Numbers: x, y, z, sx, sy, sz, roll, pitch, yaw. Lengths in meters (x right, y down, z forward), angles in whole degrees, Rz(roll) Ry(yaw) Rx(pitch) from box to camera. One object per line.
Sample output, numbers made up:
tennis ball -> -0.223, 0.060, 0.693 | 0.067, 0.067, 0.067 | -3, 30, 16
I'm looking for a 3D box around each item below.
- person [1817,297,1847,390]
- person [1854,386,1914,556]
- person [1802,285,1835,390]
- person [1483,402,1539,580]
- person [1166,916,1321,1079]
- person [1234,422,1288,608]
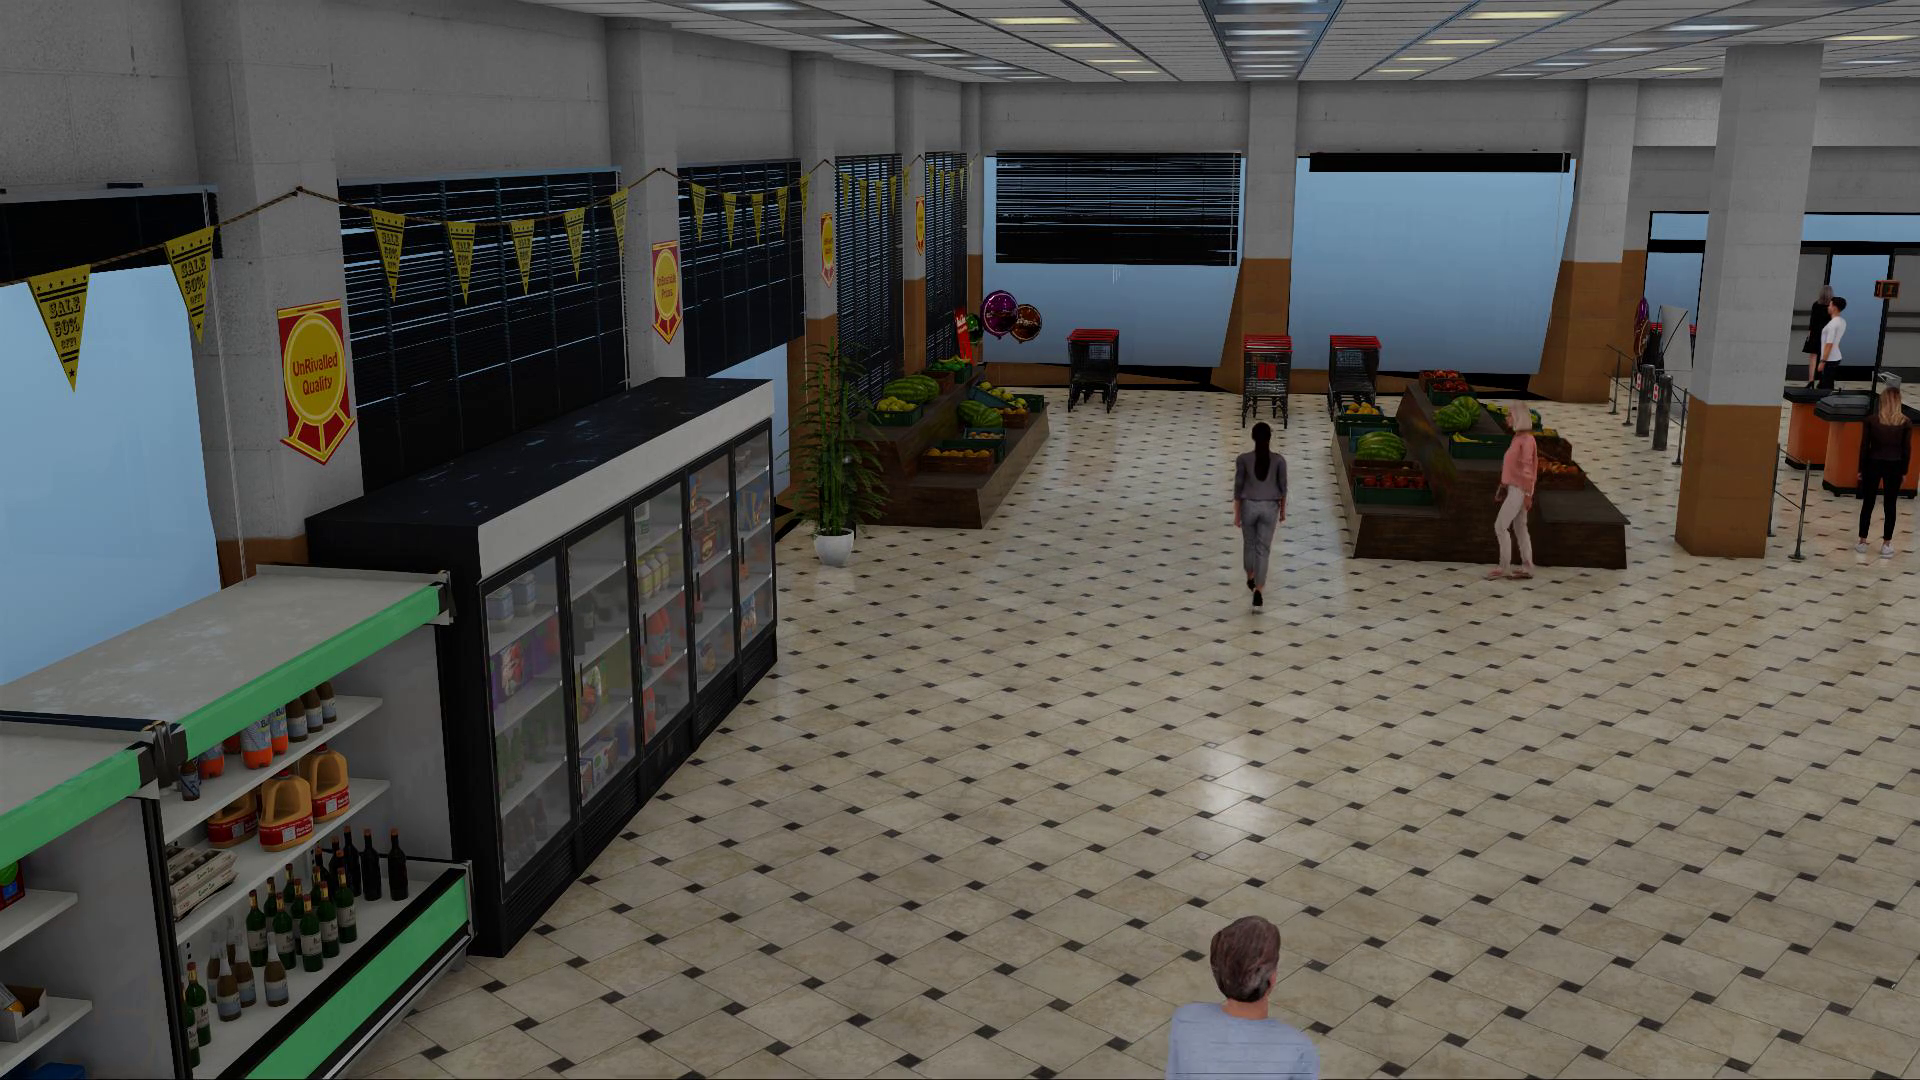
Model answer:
person -> 12.910, -2.677, 24.661 | 0.815, 1.851, 0.707 | 13, 19, 42
person -> 9.341, -0.705, 16.837 | 0.664, 1.705, 0.621 | 8, 16, 29
person -> 14.439, -3.410, 27.906 | 0.633, 1.745, 0.610 | 0, 14, 1
person -> 5.396, -0.455, 15.797 | 0.706, 1.709, 0.690 | 1, 14, 4
person -> 0.796, 2.083, 5.028 | 0.962, 1.854, 1.246 | 8, 16, 30
person -> 2.677, -0.183, 14.845 | 0.661, 1.630, 1.117 | 3, 14, 13
